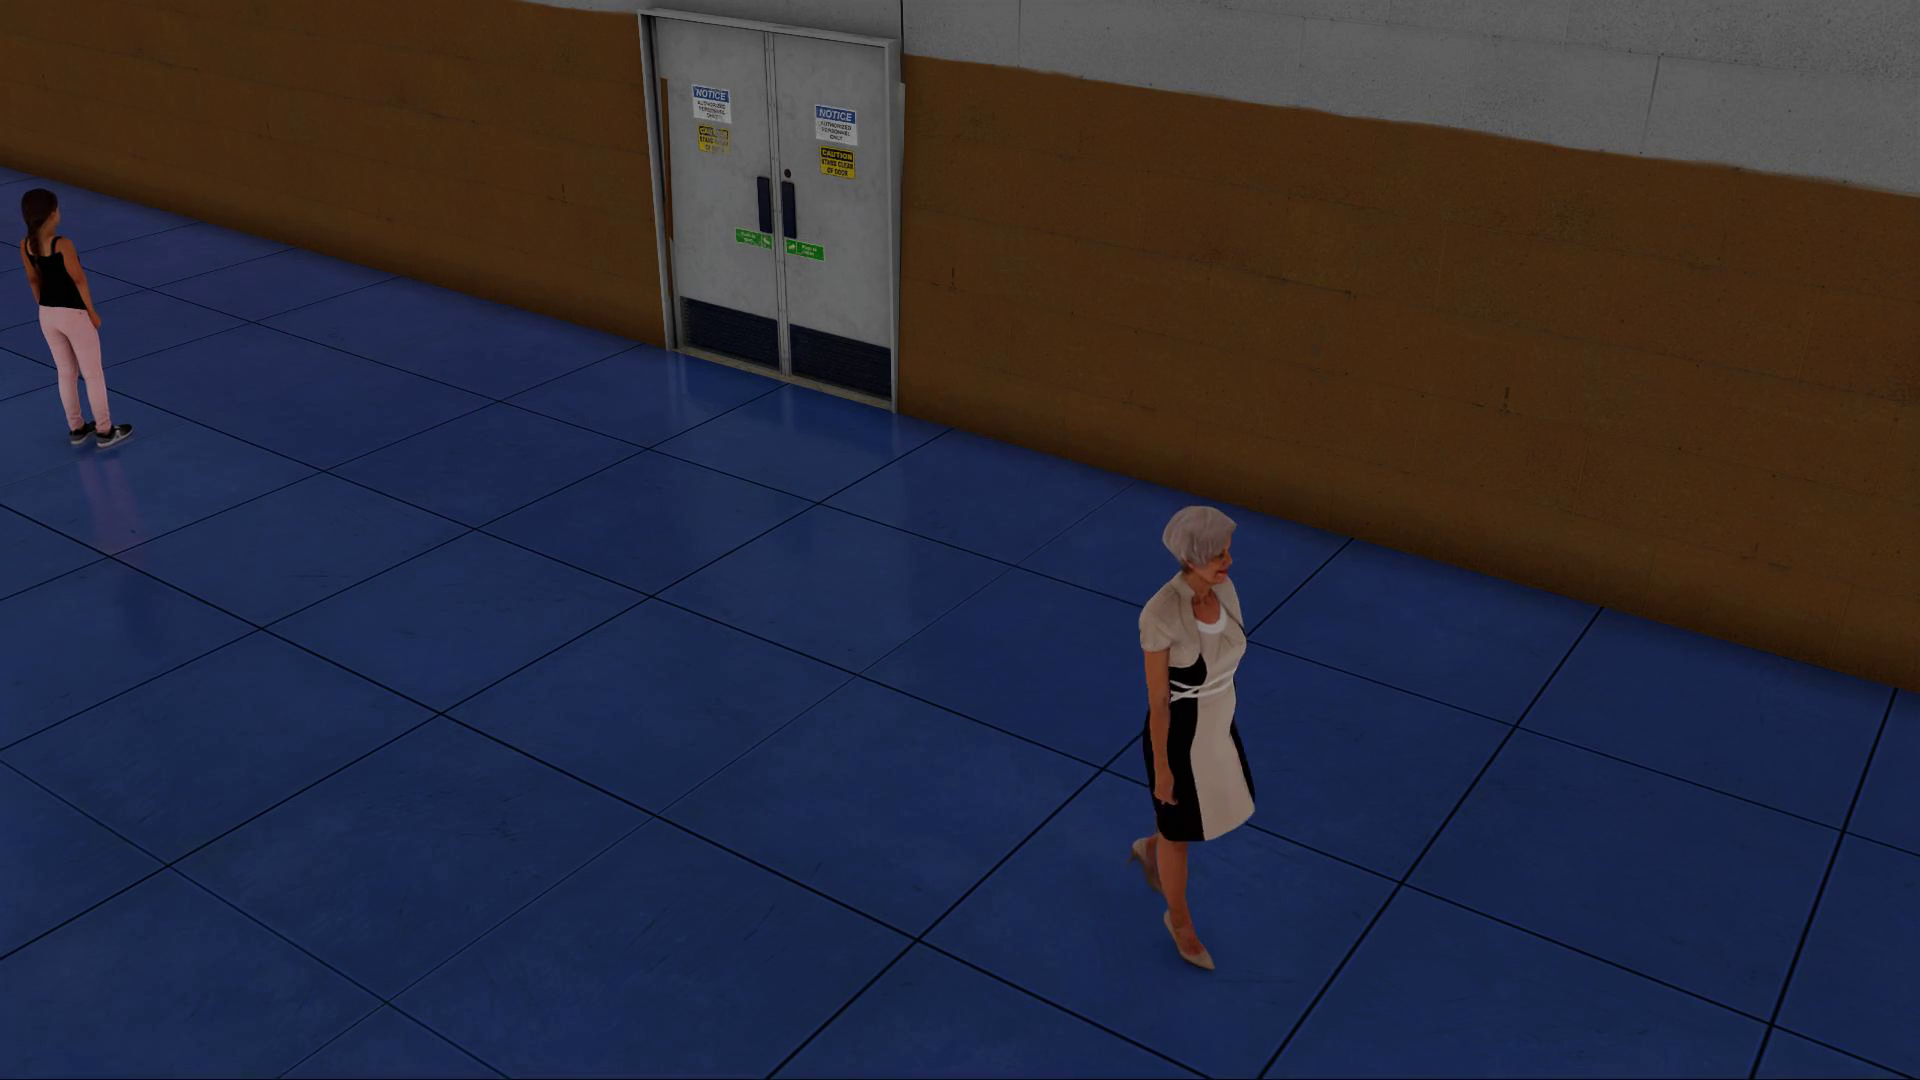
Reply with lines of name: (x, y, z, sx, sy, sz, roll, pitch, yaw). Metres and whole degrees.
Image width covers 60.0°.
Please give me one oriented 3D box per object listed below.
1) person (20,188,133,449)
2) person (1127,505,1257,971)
person: (-5.294, -1.307, 9.856, 0.590, 1.564, 0.623, 5, 27, 9)
person: (0.746, 0.664, 5.767, 0.729, 1.747, 0.769, -23, 35, -38)
